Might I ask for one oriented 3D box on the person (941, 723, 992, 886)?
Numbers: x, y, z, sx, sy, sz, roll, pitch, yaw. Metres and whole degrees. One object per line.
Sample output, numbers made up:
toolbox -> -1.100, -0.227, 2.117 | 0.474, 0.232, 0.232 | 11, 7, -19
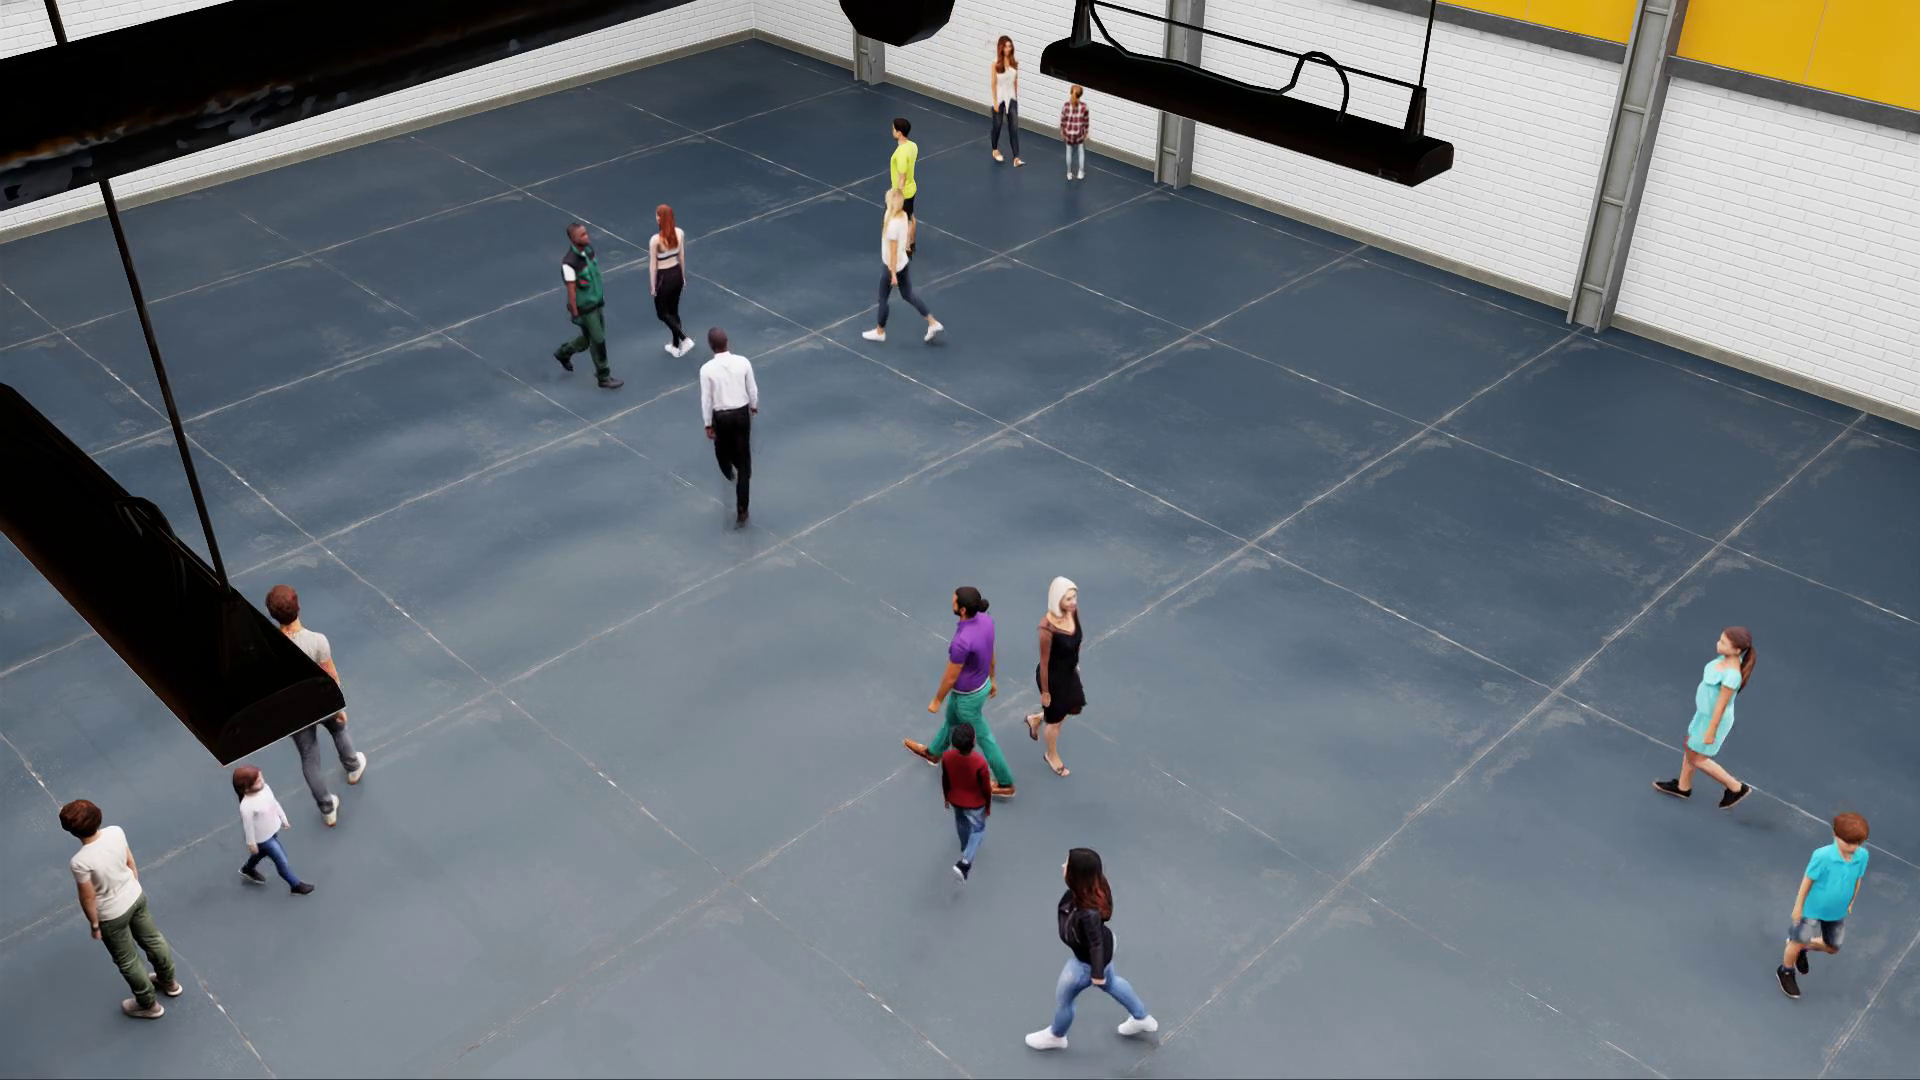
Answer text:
person -> 0.026, 1.782, 11.263 | 0.763, 1.241, 0.723 | 14, 36, 21

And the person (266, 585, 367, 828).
person -> -4.543, 1.216, 11.553 | 0.933, 1.864, 1.050 | -6, 34, -9

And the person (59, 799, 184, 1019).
person -> -5.151, 2.248, 10.192 | 0.659, 1.651, 0.643 | 9, 35, 13

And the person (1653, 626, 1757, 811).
person -> 5.397, 1.274, 11.751 | 0.924, 1.548, 0.723 | 15, 36, 21

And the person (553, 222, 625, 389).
person -> -3.900, -2.413, 17.053 | 1.156, 1.819, 1.020 | 7, 34, 10

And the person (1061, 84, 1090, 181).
person -> 1.504, -5.384, 21.991 | 0.647, 1.300, 0.715 | 4, 34, 7

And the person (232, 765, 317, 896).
person -> -4.723, 1.939, 11.162 | 0.831, 1.092, 0.737 | 3, 34, 4

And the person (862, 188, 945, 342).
person -> -0.594, -2.912, 17.837 | 1.199, 1.782, 0.917 | 11, 35, 16

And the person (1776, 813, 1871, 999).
person -> 5.383, 2.225, 10.418 | 0.682, 1.439, 0.742 | -1, 34, -2

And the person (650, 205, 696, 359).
person -> -3.012, -2.675, 17.525 | 0.585, 1.732, 0.780 | -28, 43, -36

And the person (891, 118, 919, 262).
person -> -0.656, -4.196, 19.834 | 0.710, 1.709, 0.700 | 7, 34, 11

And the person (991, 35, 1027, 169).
person -> 0.543, -5.924, 22.398 | 0.850, 1.749, 1.128 | -15, 37, -21

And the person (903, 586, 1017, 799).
person -> 0.167, 1.129, 11.820 | 1.240, 1.714, 0.974 | 11, 35, 16

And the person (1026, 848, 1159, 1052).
person -> 0.848, 2.470, 9.913 | 1.138, 1.592, 1.052 | 3, 34, 4

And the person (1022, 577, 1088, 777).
person -> 0.649, 0.952, 12.066 | 0.776, 1.735, 0.657 | 23, 40, 31

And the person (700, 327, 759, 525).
person -> -2.043, -0.988, 14.941 | 1.116, 1.784, 1.342 | -7, 34, -10
